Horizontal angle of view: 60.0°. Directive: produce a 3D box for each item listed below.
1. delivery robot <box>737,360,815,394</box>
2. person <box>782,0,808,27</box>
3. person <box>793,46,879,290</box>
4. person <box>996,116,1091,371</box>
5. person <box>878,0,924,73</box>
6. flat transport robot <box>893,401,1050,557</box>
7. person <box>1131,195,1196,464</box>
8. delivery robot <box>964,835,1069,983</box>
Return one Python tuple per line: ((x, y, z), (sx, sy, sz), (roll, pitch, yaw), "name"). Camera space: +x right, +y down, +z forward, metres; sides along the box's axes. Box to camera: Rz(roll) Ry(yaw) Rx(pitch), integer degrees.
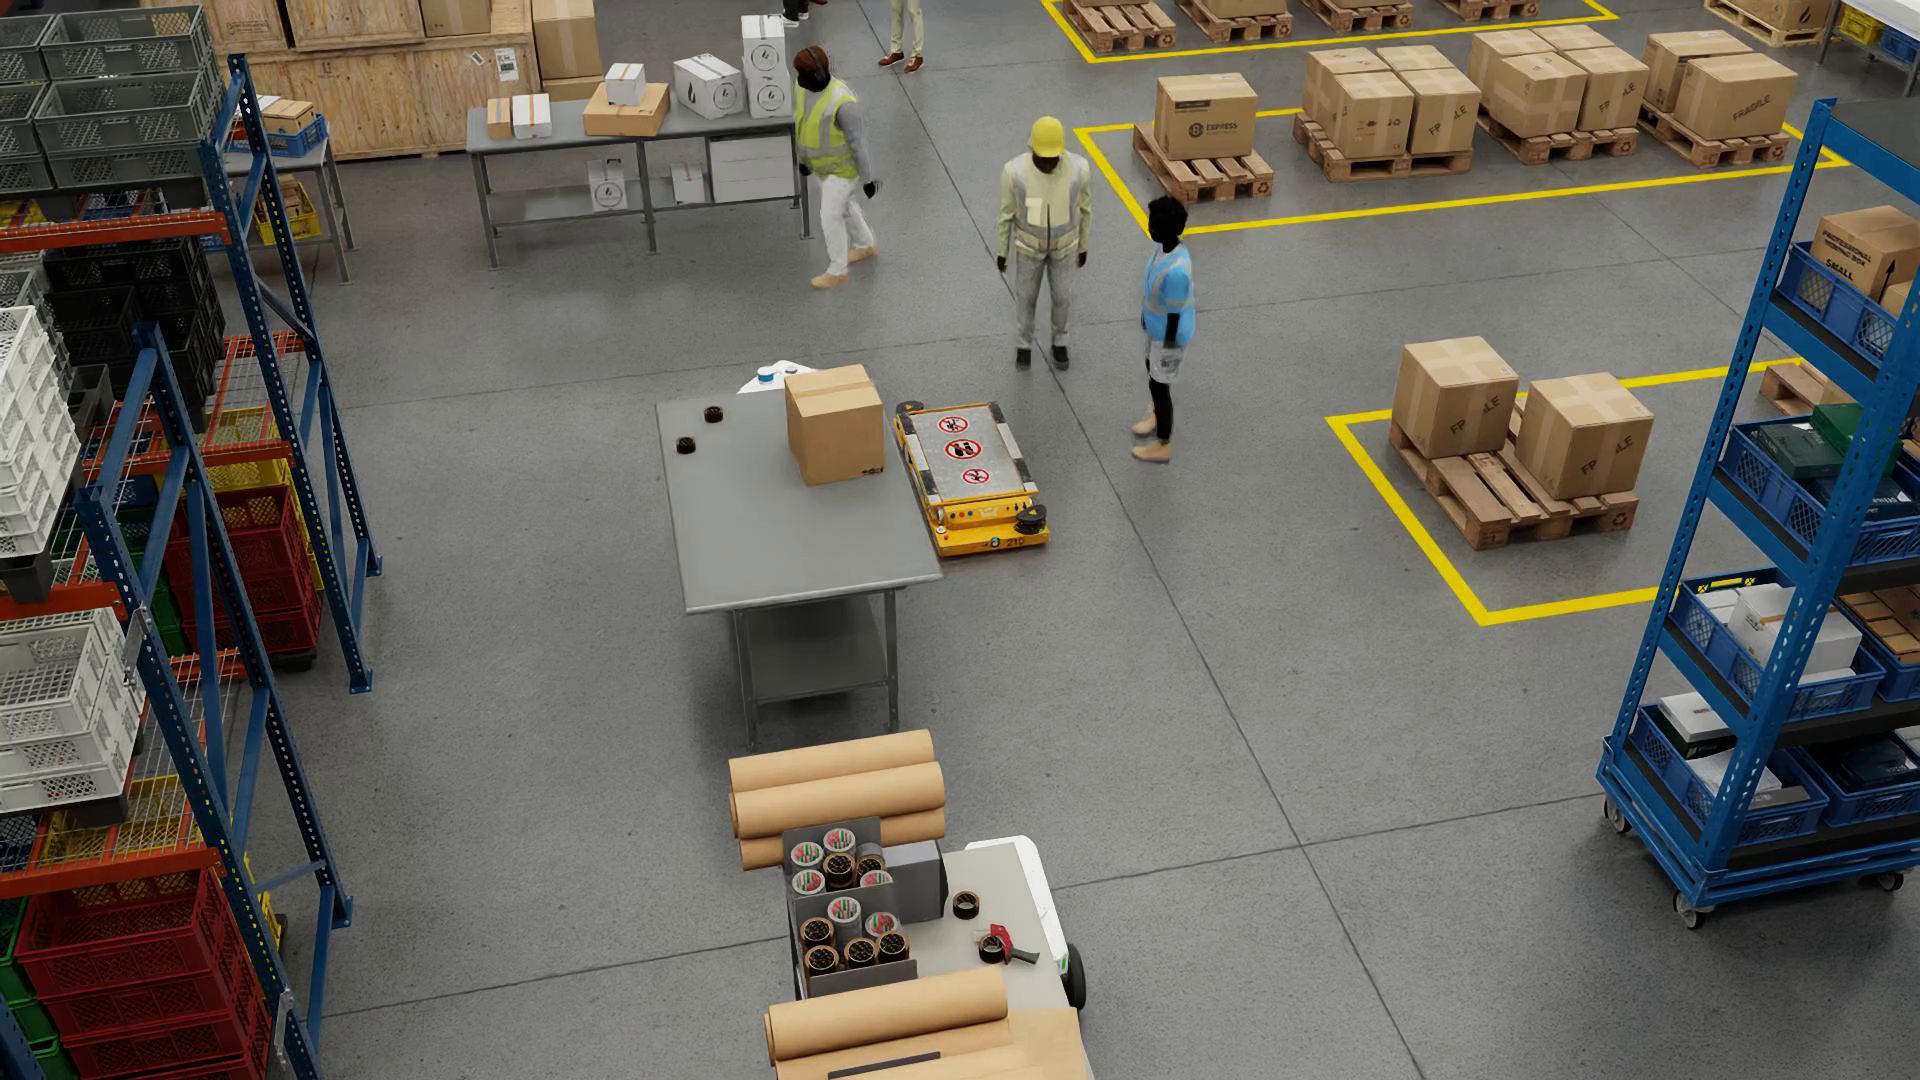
((-1.192, -0.851, 10.356), (0.477, 0.478, 0.707), (20, 41, 24), "delivery robot")
((-1.699, -5.988, 16.209), (0.398, 1.920, 0.590), (15, 39, 19), "person")
((-0.831, -2.709, 11.928), (0.704, 1.792, 0.683), (-23, 42, -28), "person")
((0.537, -1.919, 10.836), (0.617, 1.809, 0.450), (0, 37, -1), "person")
((-0.516, -5.233, 15.242), (0.521, 1.864, 0.335), (25, 44, 30), "person")
((0.046, -0.430, 10.108), (0.652, 0.197, 1.431), (-8, 37, -10), "flat transport robot")
((1.252, -1.276, 10.065), (0.334, 1.684, 0.561), (-1, 37, -1), "person")
((0.224, 1.590, 7.082), (0.477, 0.478, 0.707), (-7, 37, -9), "delivery robot")
